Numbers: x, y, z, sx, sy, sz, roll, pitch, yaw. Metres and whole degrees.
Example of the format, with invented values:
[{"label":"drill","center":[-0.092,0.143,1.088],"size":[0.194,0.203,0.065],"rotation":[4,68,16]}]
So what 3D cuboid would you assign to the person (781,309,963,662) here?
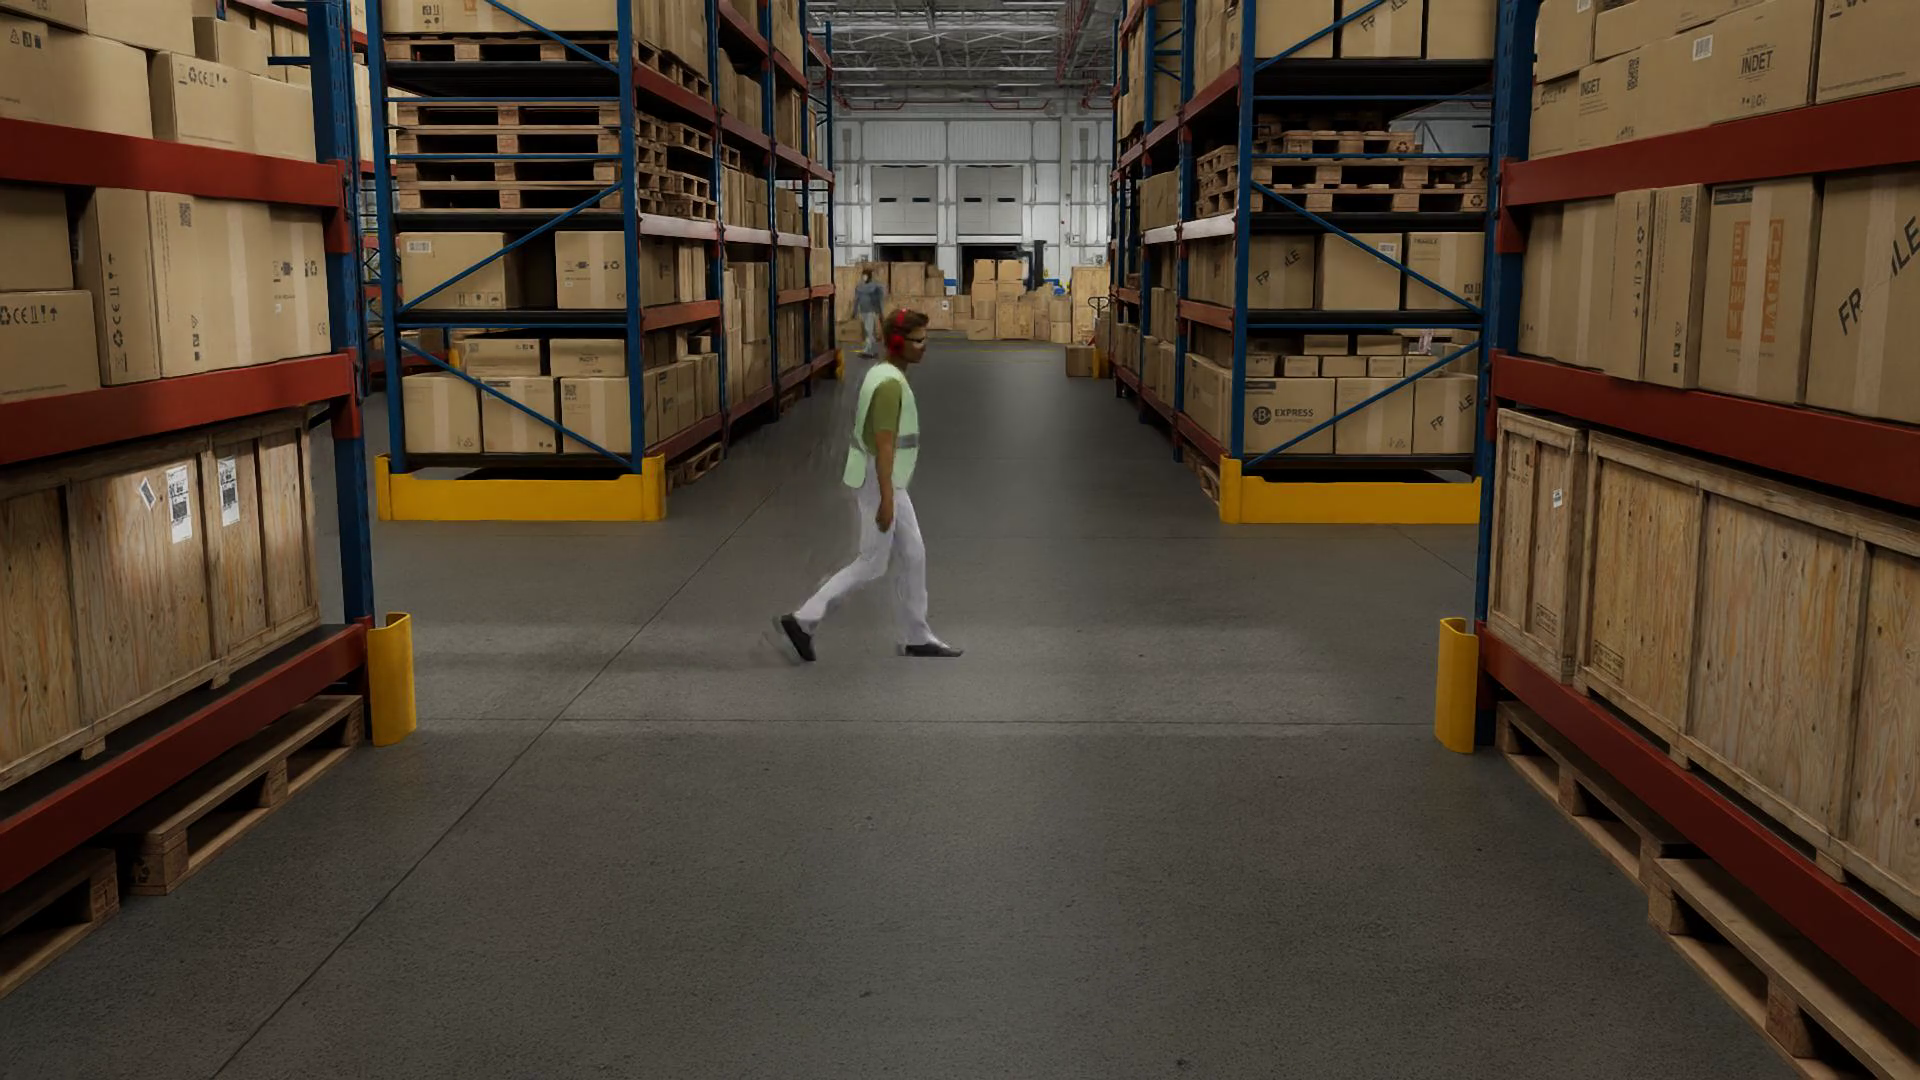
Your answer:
[{"label":"person","center":[-0.449,-0.262,8.377],"size":[0.843,1.805,0.614],"rotation":[0,9,-1]}]

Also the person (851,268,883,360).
[{"label":"person","center":[-1.978,-4.717,34.740],"size":[0.630,1.893,0.973],"rotation":[6,11,30]}]

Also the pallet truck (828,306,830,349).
[{"label":"pallet truck","center":[-3.100,-3.940,29.800],"size":[1.885,1.965,0.823],"rotation":[3,10,19]}]

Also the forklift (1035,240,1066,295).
[{"label":"forklift","center":[2.884,-9.440,60.107],"size":[1.873,2.768,1.129],"rotation":[0,9,3]}]

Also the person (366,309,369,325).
[{"label":"person","center":[-12.575,-4.604,34.719],"size":[0.443,1.683,0.561],"rotation":[-1,10,-7]}]

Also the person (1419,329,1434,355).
[{"label":"person","center":[9.380,-4.508,33.215],"size":[0.381,1.995,0.611],"rotation":[0,9,-2]}]

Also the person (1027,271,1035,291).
[{"label":"person","center":[2.845,-9.600,64.601],"size":[0.529,1.697,0.321],"rotation":[-2,10,-9]}]

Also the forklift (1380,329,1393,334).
[{"label":"forklift","center":[6.597,-4.079,27.997],"size":[1.129,2.768,1.873],"rotation":[0,9,1]}]
